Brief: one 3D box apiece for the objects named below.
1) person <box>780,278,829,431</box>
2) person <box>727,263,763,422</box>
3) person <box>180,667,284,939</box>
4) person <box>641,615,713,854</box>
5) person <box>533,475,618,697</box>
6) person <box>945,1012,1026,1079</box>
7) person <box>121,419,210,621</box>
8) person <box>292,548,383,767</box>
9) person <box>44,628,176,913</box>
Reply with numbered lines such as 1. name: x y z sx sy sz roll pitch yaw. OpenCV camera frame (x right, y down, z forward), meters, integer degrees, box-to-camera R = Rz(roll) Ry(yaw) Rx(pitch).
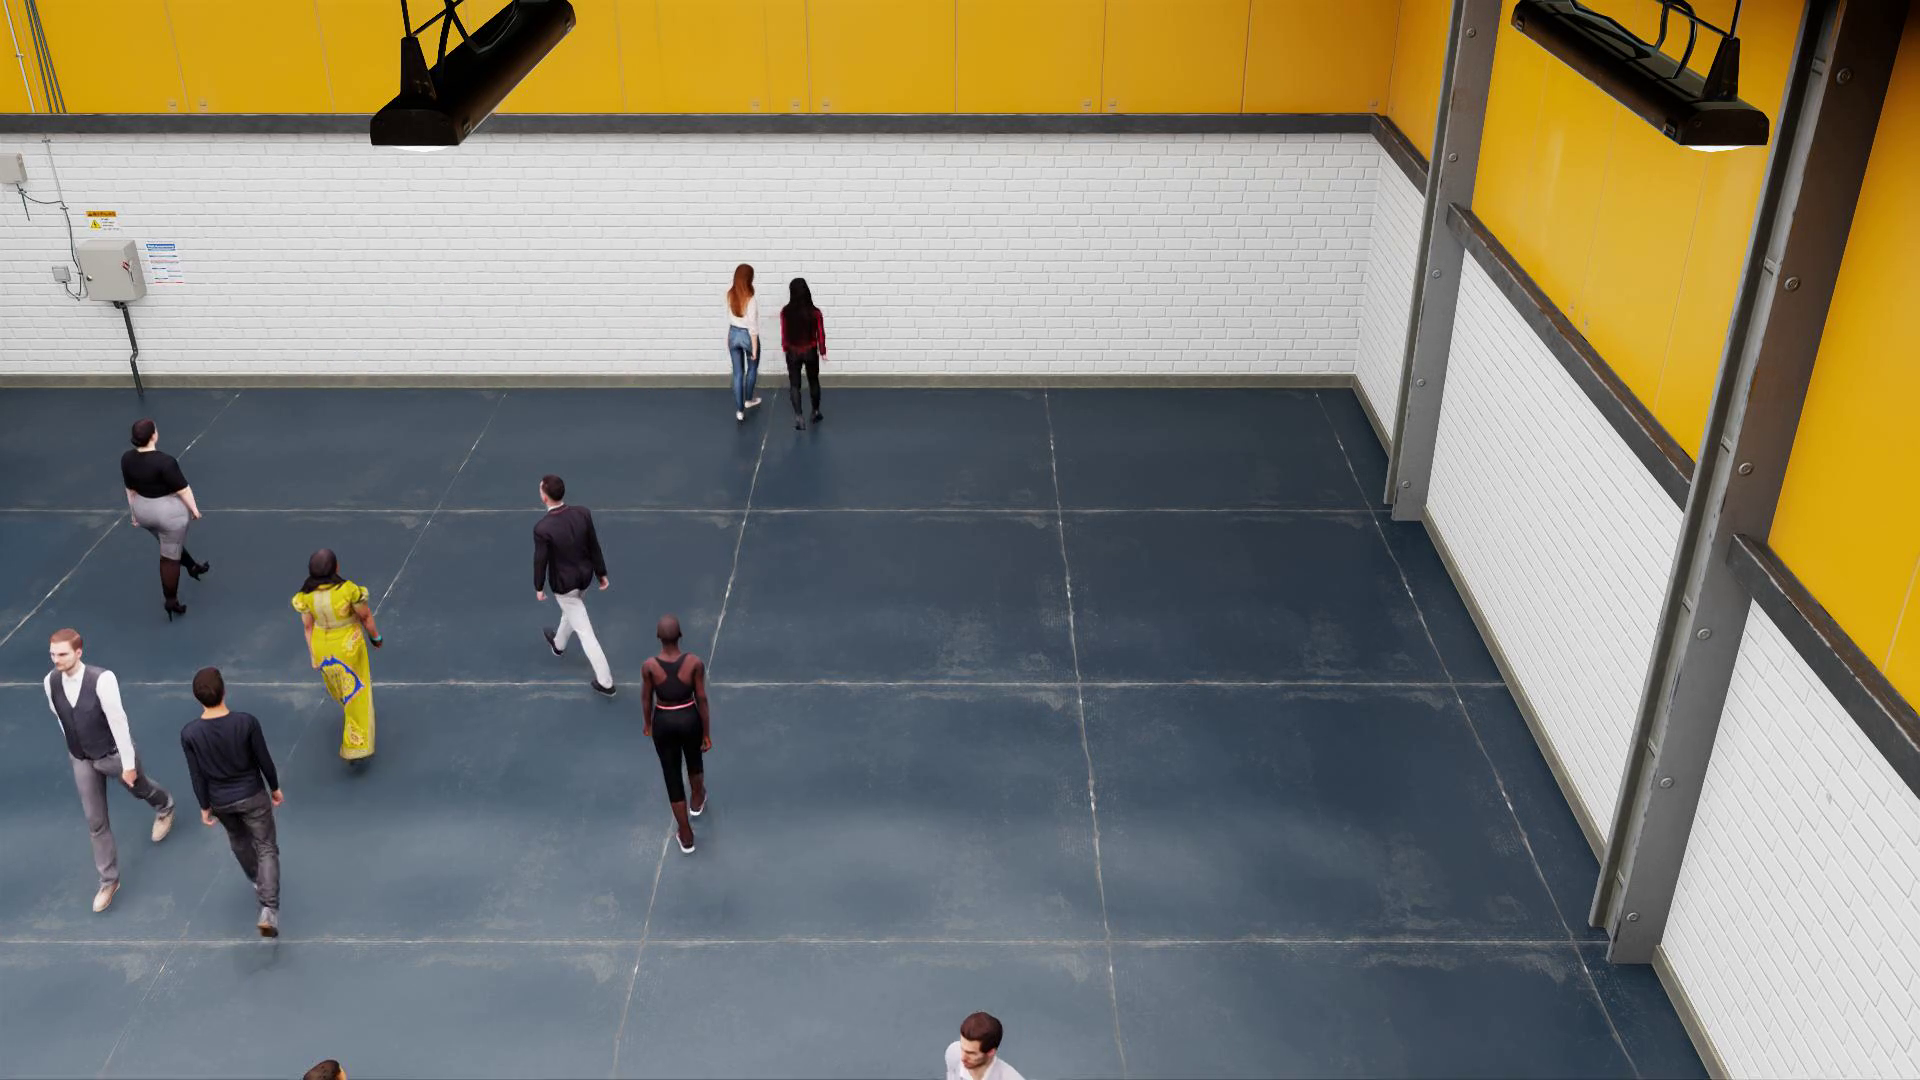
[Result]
1. person: -1.653 -1.902 17.238 0.619 1.642 0.757 5 29 9
2. person: -2.285 -2.054 17.462 0.755 1.694 0.936 9 30 15
3. person: -4.539 1.676 10.472 0.919 1.841 1.255 -10 30 -17
4. person: -1.900 1.340 11.192 0.731 1.739 0.970 -7 29 -12
5. person: -2.949 0.403 12.869 1.236 1.780 1.288 -25 37 -38
6. person: 0.186 2.964 8.117 0.898 1.833 0.965 20 35 33
7. person: -6.730 -0.136 13.916 0.835 1.723 1.104 6 29 11
8. person: -4.540 0.878 12.180 0.739 1.605 1.212 -1 29 -1
9. person: -5.593 1.362 10.984 0.684 1.901 1.255 1 29 2
